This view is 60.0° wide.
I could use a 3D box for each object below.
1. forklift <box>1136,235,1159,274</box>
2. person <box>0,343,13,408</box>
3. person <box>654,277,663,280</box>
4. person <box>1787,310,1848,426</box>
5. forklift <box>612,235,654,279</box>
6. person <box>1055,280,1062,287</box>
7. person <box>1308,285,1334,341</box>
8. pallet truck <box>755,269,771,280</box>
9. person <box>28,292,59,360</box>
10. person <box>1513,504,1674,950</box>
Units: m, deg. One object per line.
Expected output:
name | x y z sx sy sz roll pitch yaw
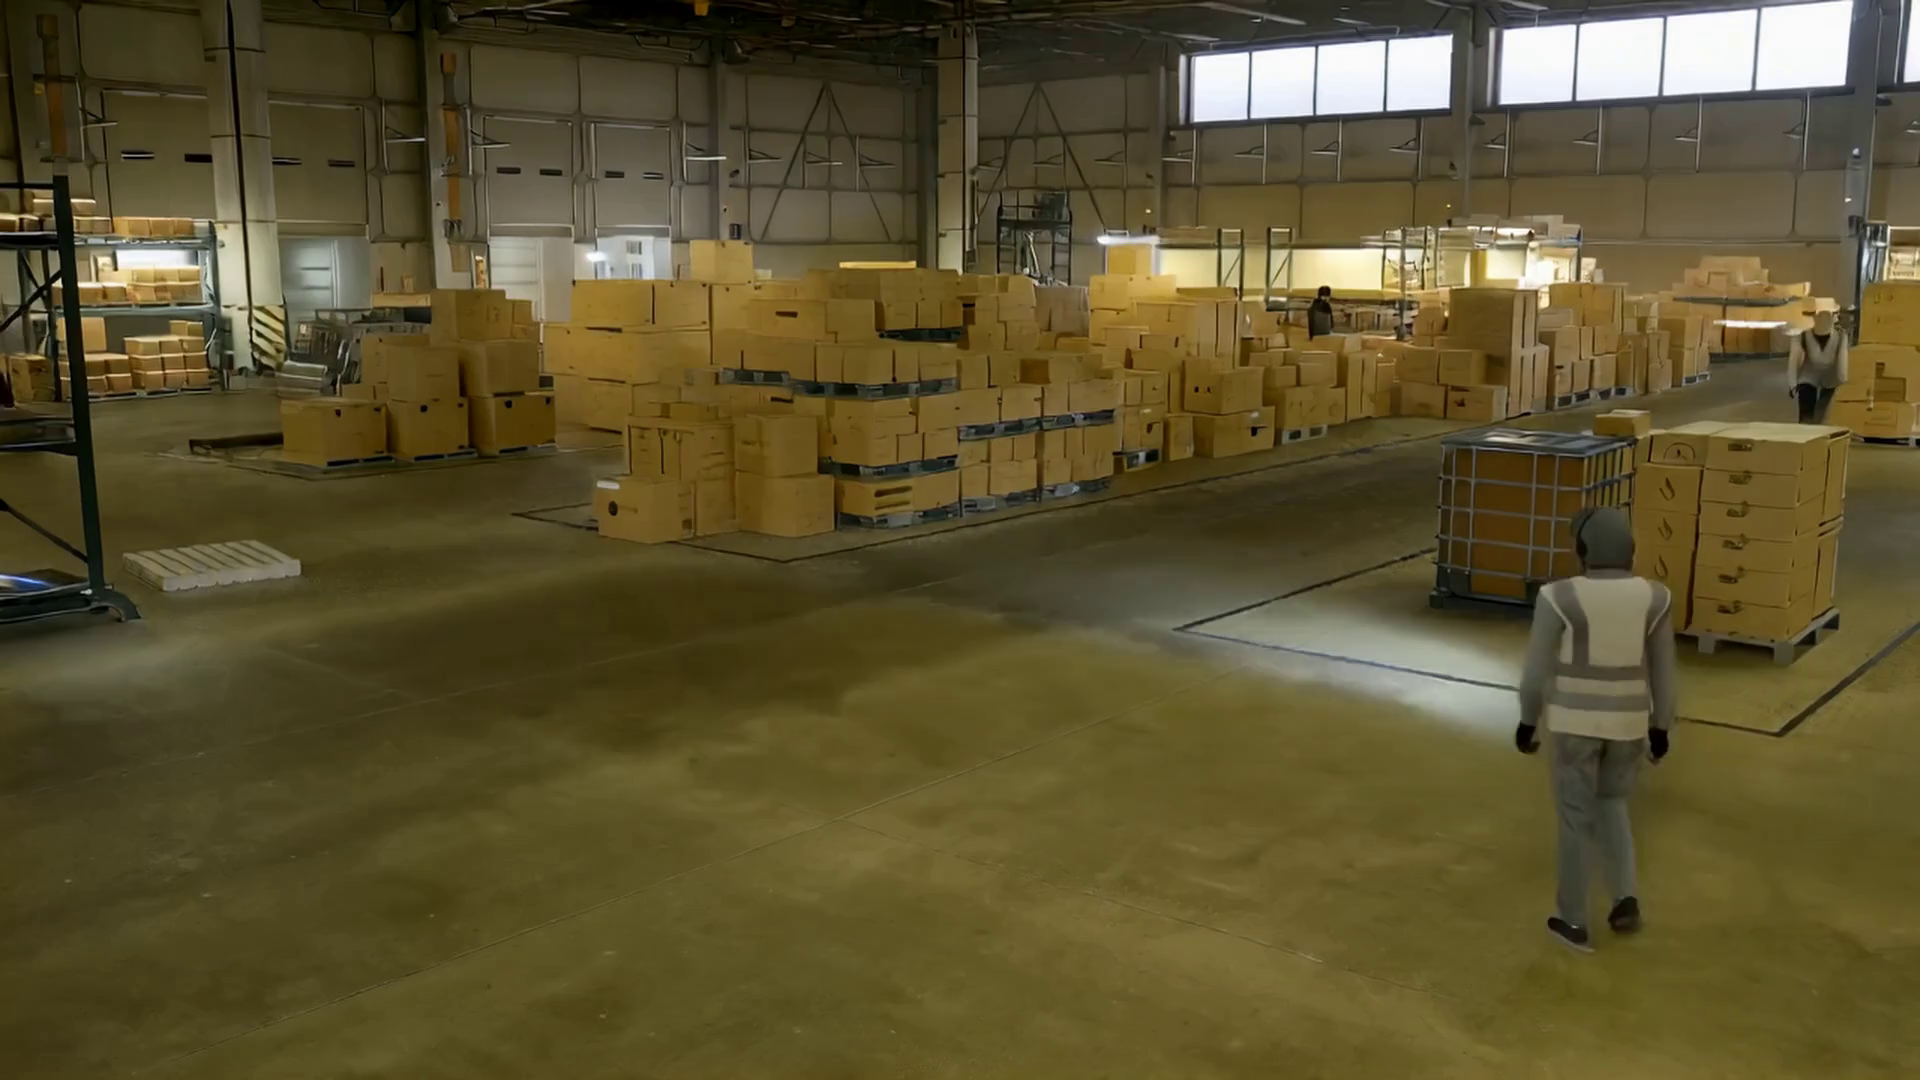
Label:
forklift | 4.226 -5.545 37.965 1.873 2.768 1.129 2 10 13
person | -13.228 -2.344 22.764 0.727 1.816 0.654 0 10 0
person | -6.508 -4.725 36.020 0.634 1.929 0.381 -5 11 -25
person | 10.449 -1.889 20.240 0.621 1.782 0.986 2 10 12
forklift | -7.298 -5.450 37.421 1.873 2.768 1.129 8 13 40
person | 2.750 -6.465 46.569 0.319 1.696 0.532 -1 10 -4
person | 6.134 -3.368 28.297 0.379 1.930 0.624 9 14 43
pallet truck | -4.996 -6.432 45.525 1.885 1.965 0.823 -6 12 -32
person | -17.912 -4.047 32.358 0.599 1.871 0.892 3 10 15
person | 2.308 0.686 6.063 0.532 1.625 0.359 -1 10 -6
